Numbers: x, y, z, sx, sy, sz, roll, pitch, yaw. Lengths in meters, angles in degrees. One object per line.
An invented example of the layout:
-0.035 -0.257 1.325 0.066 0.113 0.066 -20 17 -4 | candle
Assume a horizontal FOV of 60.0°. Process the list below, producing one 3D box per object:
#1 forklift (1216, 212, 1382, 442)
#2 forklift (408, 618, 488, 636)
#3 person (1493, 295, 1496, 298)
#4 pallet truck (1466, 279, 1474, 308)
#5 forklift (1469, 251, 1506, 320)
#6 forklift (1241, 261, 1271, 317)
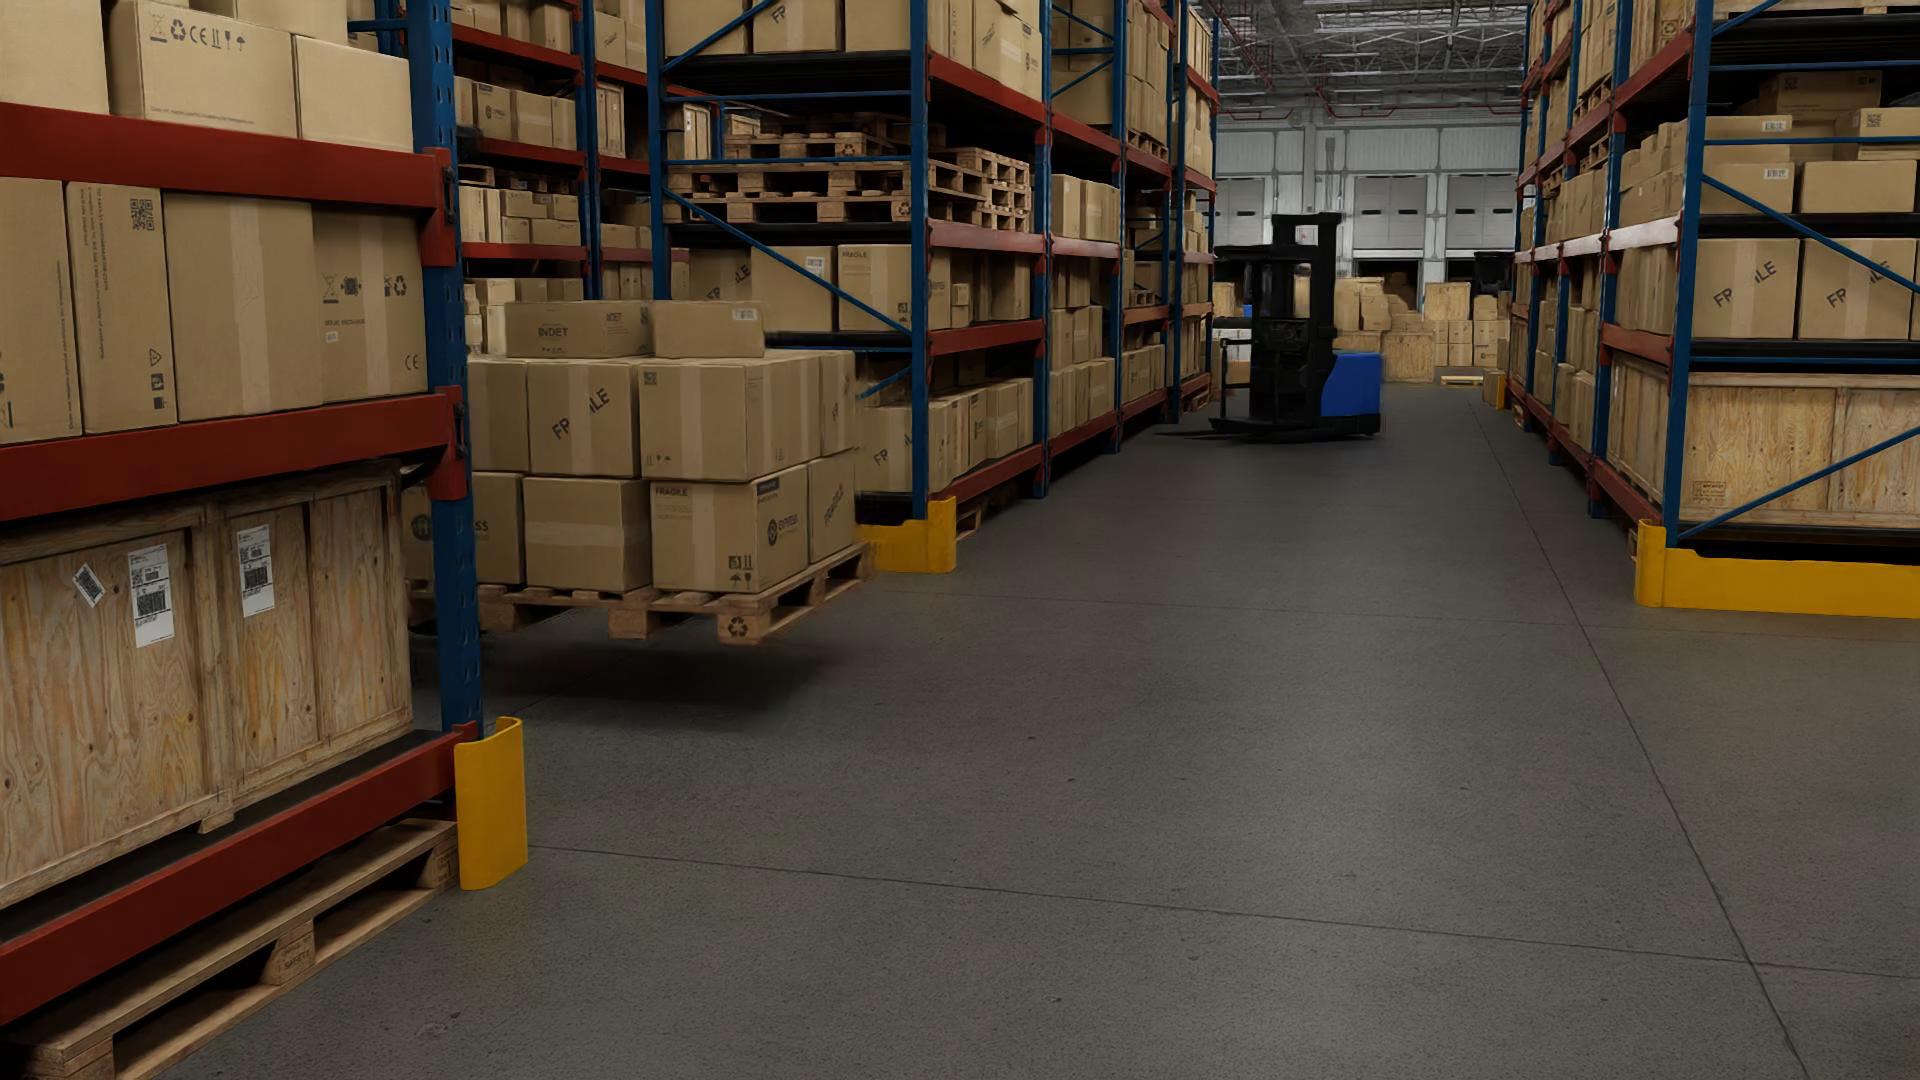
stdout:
4.299 -2.687 20.846 1.873 2.768 1.129 -5 10 -30 | forklift
-3.678 -0.785 8.758 1.873 2.768 1.129 2 9 13 | forklift
13.191 -5.257 41.203 0.831 1.591 0.541 7 11 38 | person
18.896 -8.459 60.307 1.885 1.965 0.823 5 10 31 | pallet truck
15.886 -7.282 50.034 1.129 2.768 1.873 -2 9 -13 | forklift
10.551 -8.662 58.805 1.129 2.768 1.873 2 9 15 | forklift
